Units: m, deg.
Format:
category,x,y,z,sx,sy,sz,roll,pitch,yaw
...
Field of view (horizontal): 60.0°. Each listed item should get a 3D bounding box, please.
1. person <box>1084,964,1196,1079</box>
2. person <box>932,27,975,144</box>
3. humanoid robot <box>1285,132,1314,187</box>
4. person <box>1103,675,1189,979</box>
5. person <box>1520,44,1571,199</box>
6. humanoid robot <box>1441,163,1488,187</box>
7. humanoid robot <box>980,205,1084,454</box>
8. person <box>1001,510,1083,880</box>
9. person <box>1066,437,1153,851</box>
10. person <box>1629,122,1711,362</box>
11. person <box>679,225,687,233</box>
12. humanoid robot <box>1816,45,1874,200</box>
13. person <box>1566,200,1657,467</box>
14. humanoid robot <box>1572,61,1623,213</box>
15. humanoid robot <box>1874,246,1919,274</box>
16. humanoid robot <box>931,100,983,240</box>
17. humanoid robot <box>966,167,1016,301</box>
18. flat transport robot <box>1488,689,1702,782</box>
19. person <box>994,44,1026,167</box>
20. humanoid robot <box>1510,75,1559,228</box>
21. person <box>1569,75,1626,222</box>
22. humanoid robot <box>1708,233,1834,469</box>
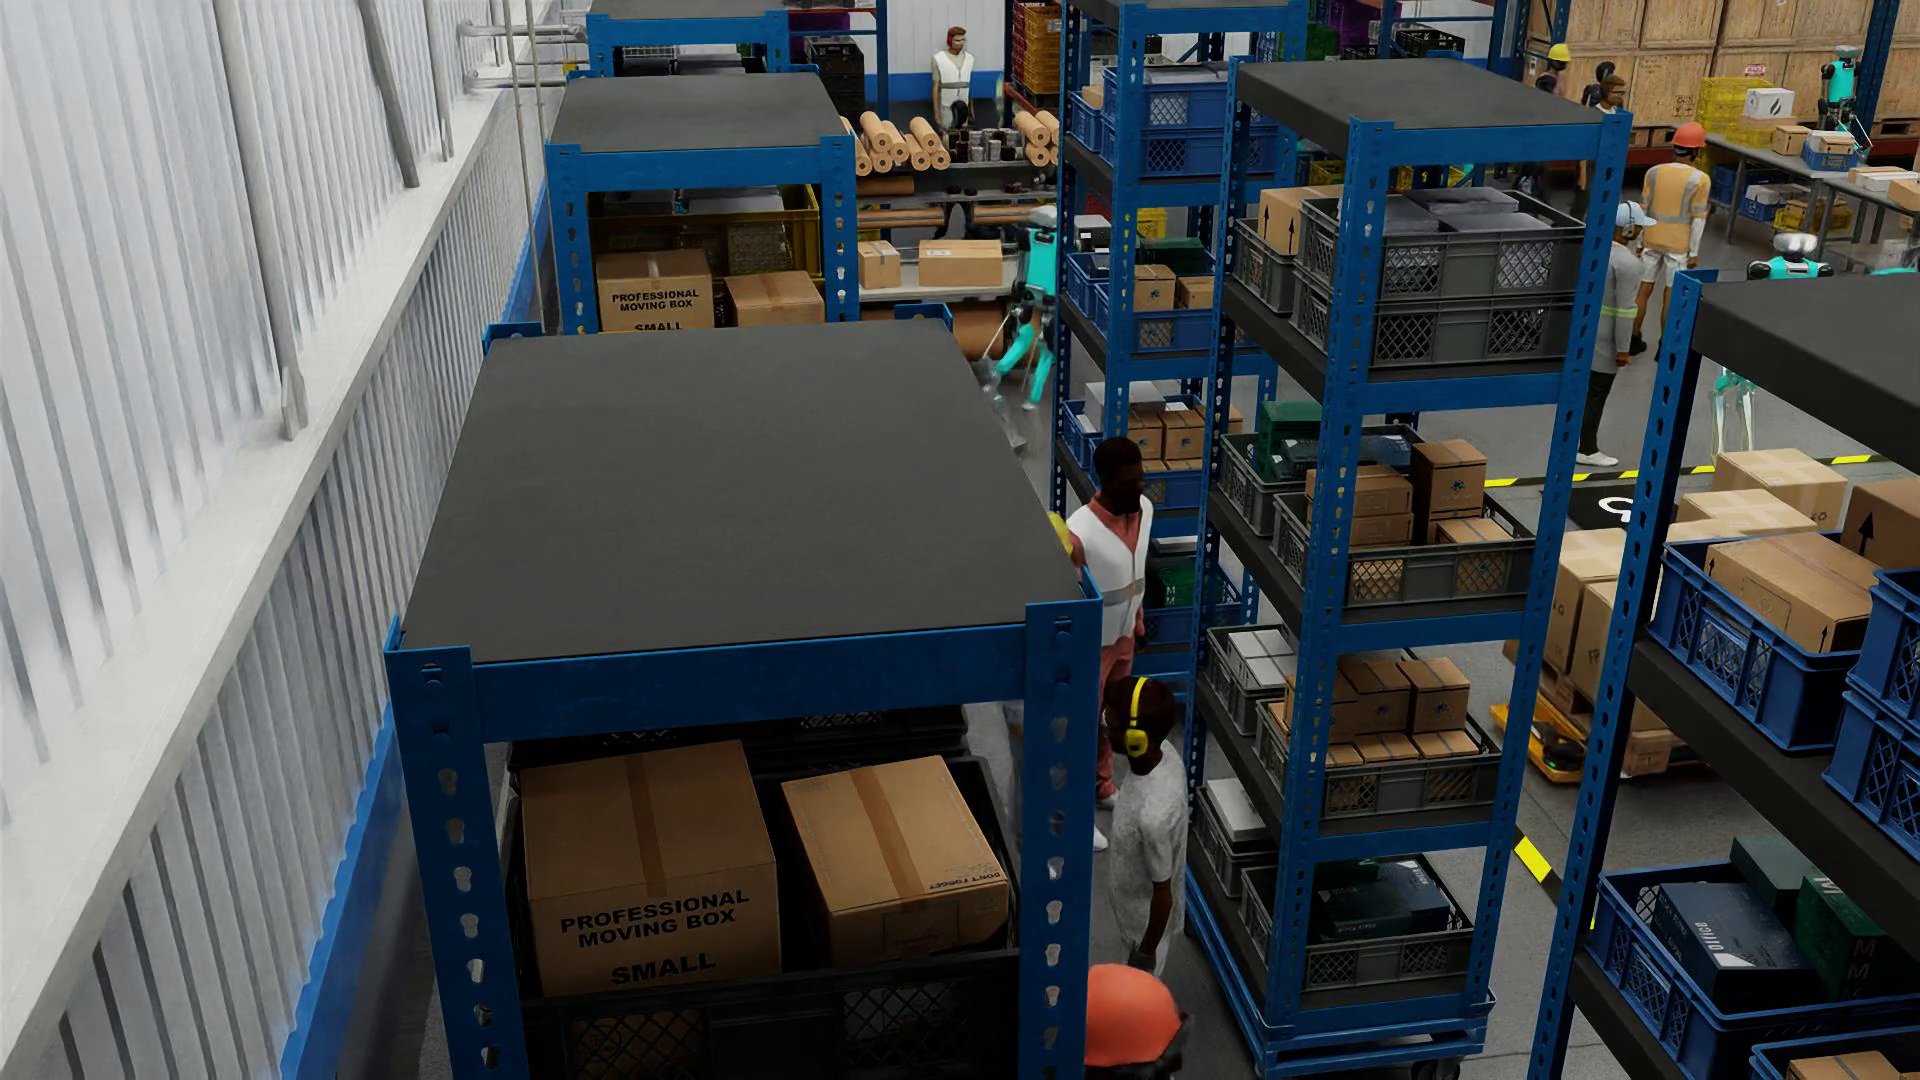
category,x,y,z,sx,sy,sz,roll,pitch,yaw
person,0.485,1.921,4.044,0.437,2.021,0.795,-15,29,-29
person,-0.083,-5.037,19.376,0.563,1.836,0.390,-15,29,-29
humanoid robot,3.840,-4.538,18.406,0.946,1.770,0.541,-6,25,-13
person,0.599,1.285,5.595,0.310,1.864,0.528,2,25,5
person,6.598,-4.676,18.683,0.535,1.756,0.353,-21,32,-38
humanoid robot,5.168,-4.019,17.342,0.552,1.749,1.037,-4,25,-10
humanoid robot,0.443,-1.362,11.592,0.542,1.845,0.767,20,31,36
person,0.368,0.659,7.116,0.493,1.738,0.330,-18,30,-34
person,0.635,0.433,7.383,0.399,1.920,0.588,19,31,35
person,5.786,-2.427,13.577,0.375,1.938,0.545,-20,32,-37
person,-1.898,-1.283,11.170,0.329,1.874,0.508,-7,26,-15
humanoid robot,9.743,-4.526,18.218,0.533,1.677,0.735,-11,27,-23
person,4.479,-1.430,11.511,0.398,1.851,0.593,-4,25,-9
humanoid robot,7.023,-4.401,18.206,0.419,1.642,0.601,-15,29,-30
humanoid robot,7.863,-2.332,13.630,0.531,1.740,0.995,-19,31,-36
humanoid robot,-0.054,-3.491,16.245,0.612,1.630,0.730,-15,29,-29
humanoid robot,0.277,-2.623,14.360,0.649,1.646,0.608,-18,30,-33
flat transport robot,3.468,0.893,8.323,1.431,0.197,0.652,-5,25,-10
person,0.599,-4.788,18.855,0.445,1.814,0.661,-1,25,-2
humanoid robot,6.076,-4.076,17.546,0.769,1.628,0.589,17,30,32
person,6.207,-3.610,16.272,0.511,1.836,0.338,-15,28,-29
humanoid robot,5.371,-1.306,11.215,0.533,1.681,0.735,1,25,2
